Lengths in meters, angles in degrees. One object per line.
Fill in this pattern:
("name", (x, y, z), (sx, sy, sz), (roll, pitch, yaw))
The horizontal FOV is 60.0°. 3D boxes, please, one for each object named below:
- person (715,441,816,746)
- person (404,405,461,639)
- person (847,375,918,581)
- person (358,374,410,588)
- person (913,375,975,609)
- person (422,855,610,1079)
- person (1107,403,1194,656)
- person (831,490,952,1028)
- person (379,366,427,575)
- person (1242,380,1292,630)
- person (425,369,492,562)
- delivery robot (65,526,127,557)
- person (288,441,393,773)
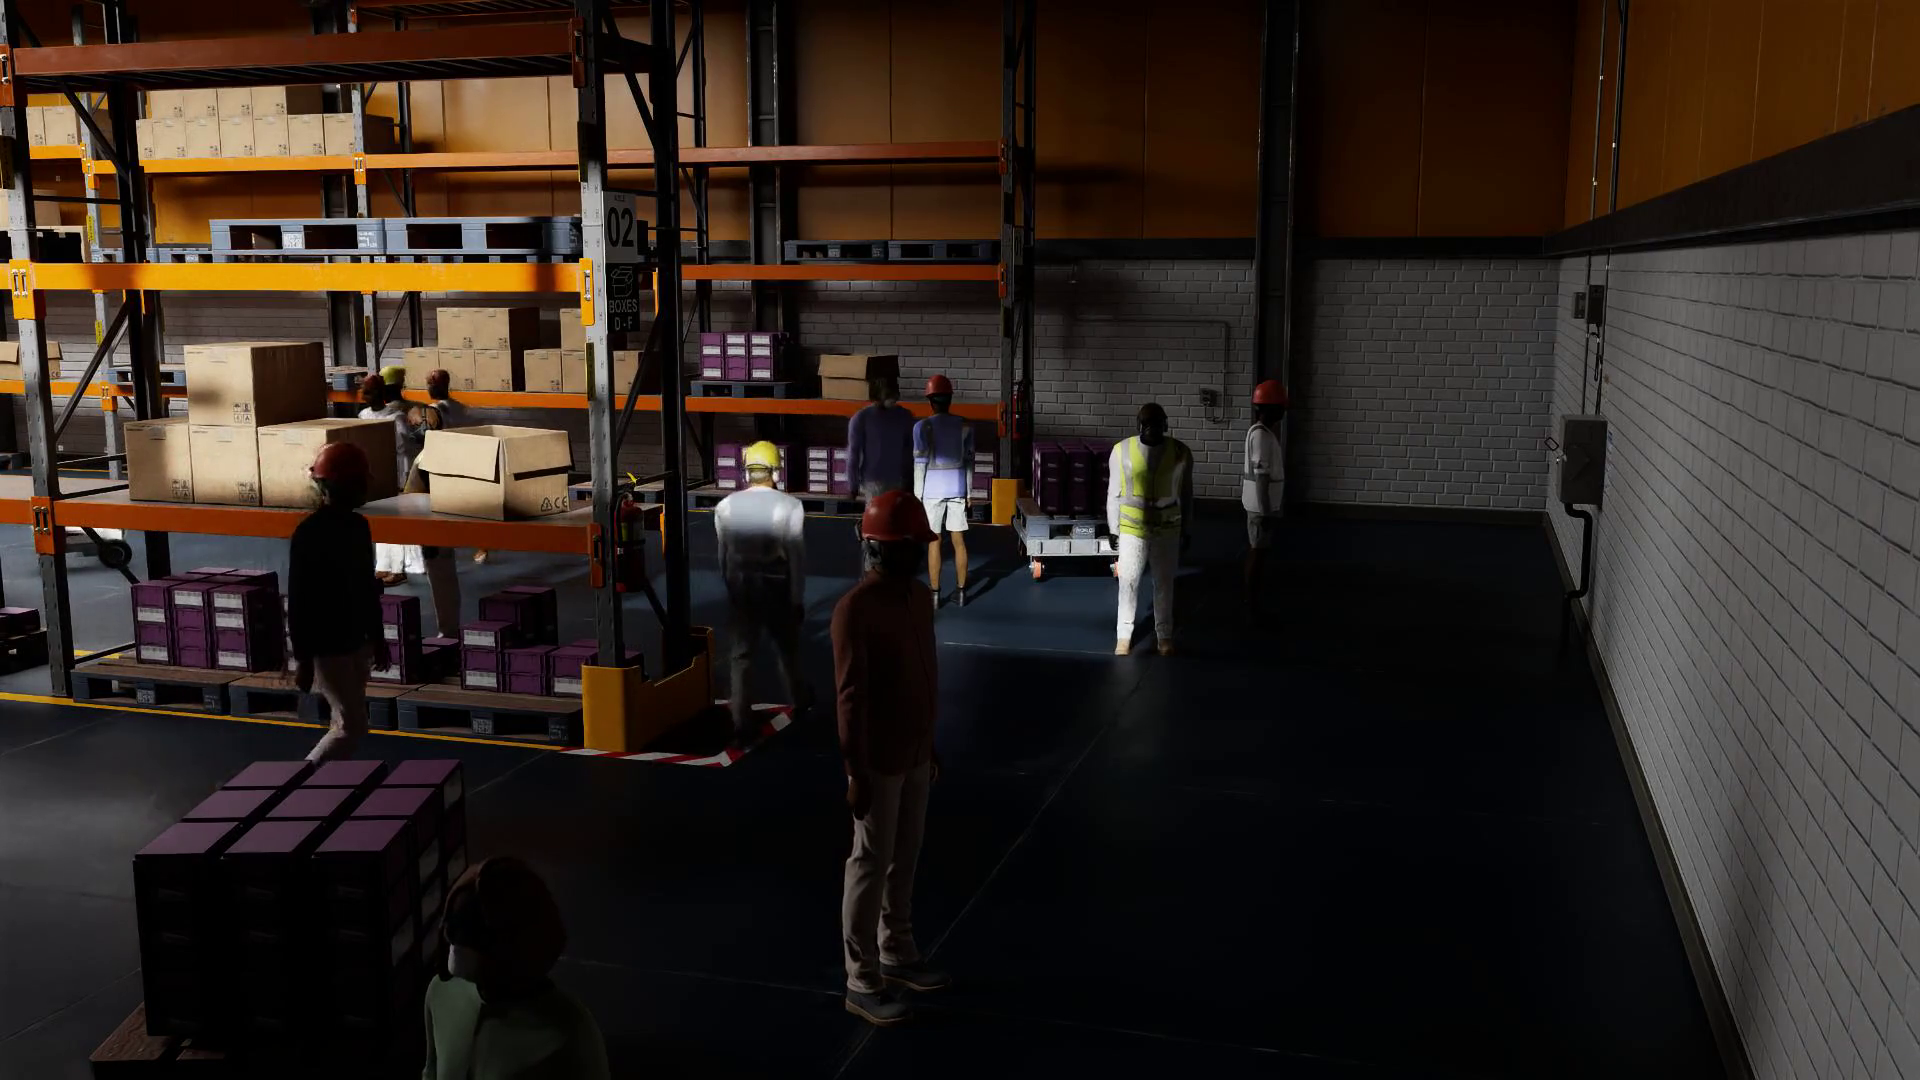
("person", (-1.166, 0.291, 10.005), (0.603, 1.769, 0.955), (2, 10, 14))
("person", (-3.769, -0.050, 11.919), (0.429, 1.836, 0.625), (-2, 10, -14))
("person", (-0.608, -0.483, 14.391), (0.658, 1.876, 1.023), (-6, 11, -32))
("person", (-5.098, -0.523, 14.669), (0.641, 1.879, 0.374), (6, 11, 33))
("person", (-0.152, -0.394, 13.723), (0.542, 1.928, 0.374), (-4, 10, -24))
("person", (-0.927, 1.439, 3.435), (0.500, 1.636, 0.281), (5, 11, 30))
("person", (1.376, -0.073, 12.029), (0.625, 1.843, 0.430), (0, 9, 2))
("person", (-0.248, 0.798, 6.251), (0.384, 1.993, 0.622), (5, 10, 27))
("person", (-5.148, -0.639, 15.261), (0.766, 1.905, 0.636), (5, 11, 28))
("person", (2.381, -0.276, 12.969), (0.361, 1.939, 0.542), (1, 9, 8))
("person", (-4.816, -0.699, 15.825), (0.819, 1.863, 0.582), (1, 9, 7))
("delivery robot", (-8.181, -0.051, 15.521), (0.707, 0.478, 0.477), (-6, 11, -31))
("person", (-3.013, 0.507, 8.091), (0.466, 1.981, 0.623), (0, 9, 2))
